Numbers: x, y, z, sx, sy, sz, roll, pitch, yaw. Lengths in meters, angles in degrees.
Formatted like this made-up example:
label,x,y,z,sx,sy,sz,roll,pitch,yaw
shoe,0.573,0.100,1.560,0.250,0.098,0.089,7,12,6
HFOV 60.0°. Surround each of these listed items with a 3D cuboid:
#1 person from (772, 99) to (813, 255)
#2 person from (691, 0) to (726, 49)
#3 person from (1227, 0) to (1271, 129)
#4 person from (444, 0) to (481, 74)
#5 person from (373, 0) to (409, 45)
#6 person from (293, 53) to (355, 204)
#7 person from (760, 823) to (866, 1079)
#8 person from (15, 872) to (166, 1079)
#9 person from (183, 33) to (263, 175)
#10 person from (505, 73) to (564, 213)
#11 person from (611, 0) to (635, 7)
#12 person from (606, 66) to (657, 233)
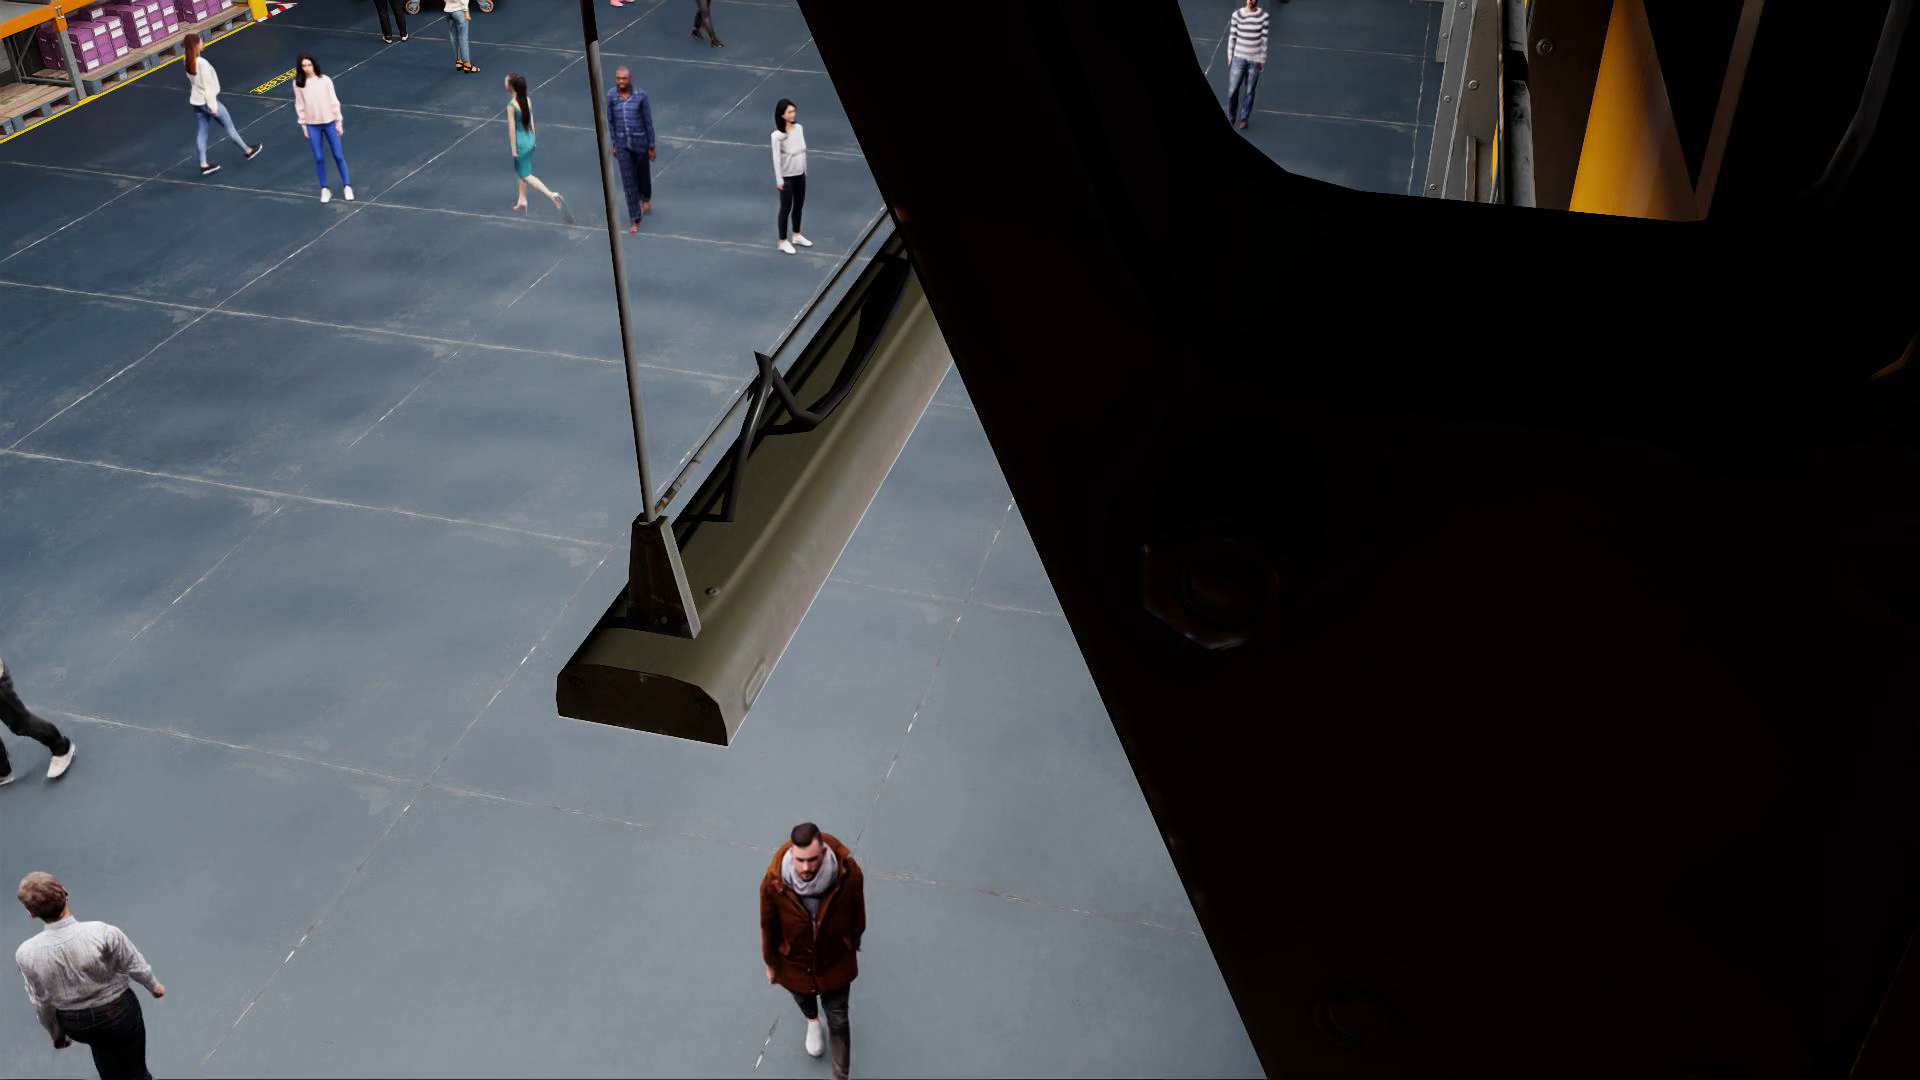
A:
label,x,y,z,sx,sy,sz,roll,pitch,yaw
person,-1.857,-4.006,18.241,0.751,1.700,0.611,22,39,29
person,-3.837,-8.162,24.512,1.115,1.679,1.055,-27,42,-35
person,3.726,-6.244,21.485,0.677,1.837,0.732,5,34,8
person,-7.104,-7.448,23.436,0.693,1.682,0.693,27,42,35
person,-8.521,-8.192,24.632,0.797,1.597,0.842,-13,36,-18
person,-7.449,-4.827,19.417,0.735,1.765,0.724,-8,35,-12
person,-0.784,2.155,8.890,0.960,1.791,1.189,-4,34,-6
person,-4.375,2.461,8.423,0.819,1.798,0.849,-5,34,-8
person,-9.200,-5.244,20.147,0.873,1.651,1.149,21,39,28
person,-4.924,-4.468,18.972,0.691,1.659,0.946,12,36,18
person,-5.434,-9.340,26.271,0.701,1.694,0.542,17,37,23
person,-3.694,-4.492,18.912,0.923,1.766,1.242,-1,34,-1
